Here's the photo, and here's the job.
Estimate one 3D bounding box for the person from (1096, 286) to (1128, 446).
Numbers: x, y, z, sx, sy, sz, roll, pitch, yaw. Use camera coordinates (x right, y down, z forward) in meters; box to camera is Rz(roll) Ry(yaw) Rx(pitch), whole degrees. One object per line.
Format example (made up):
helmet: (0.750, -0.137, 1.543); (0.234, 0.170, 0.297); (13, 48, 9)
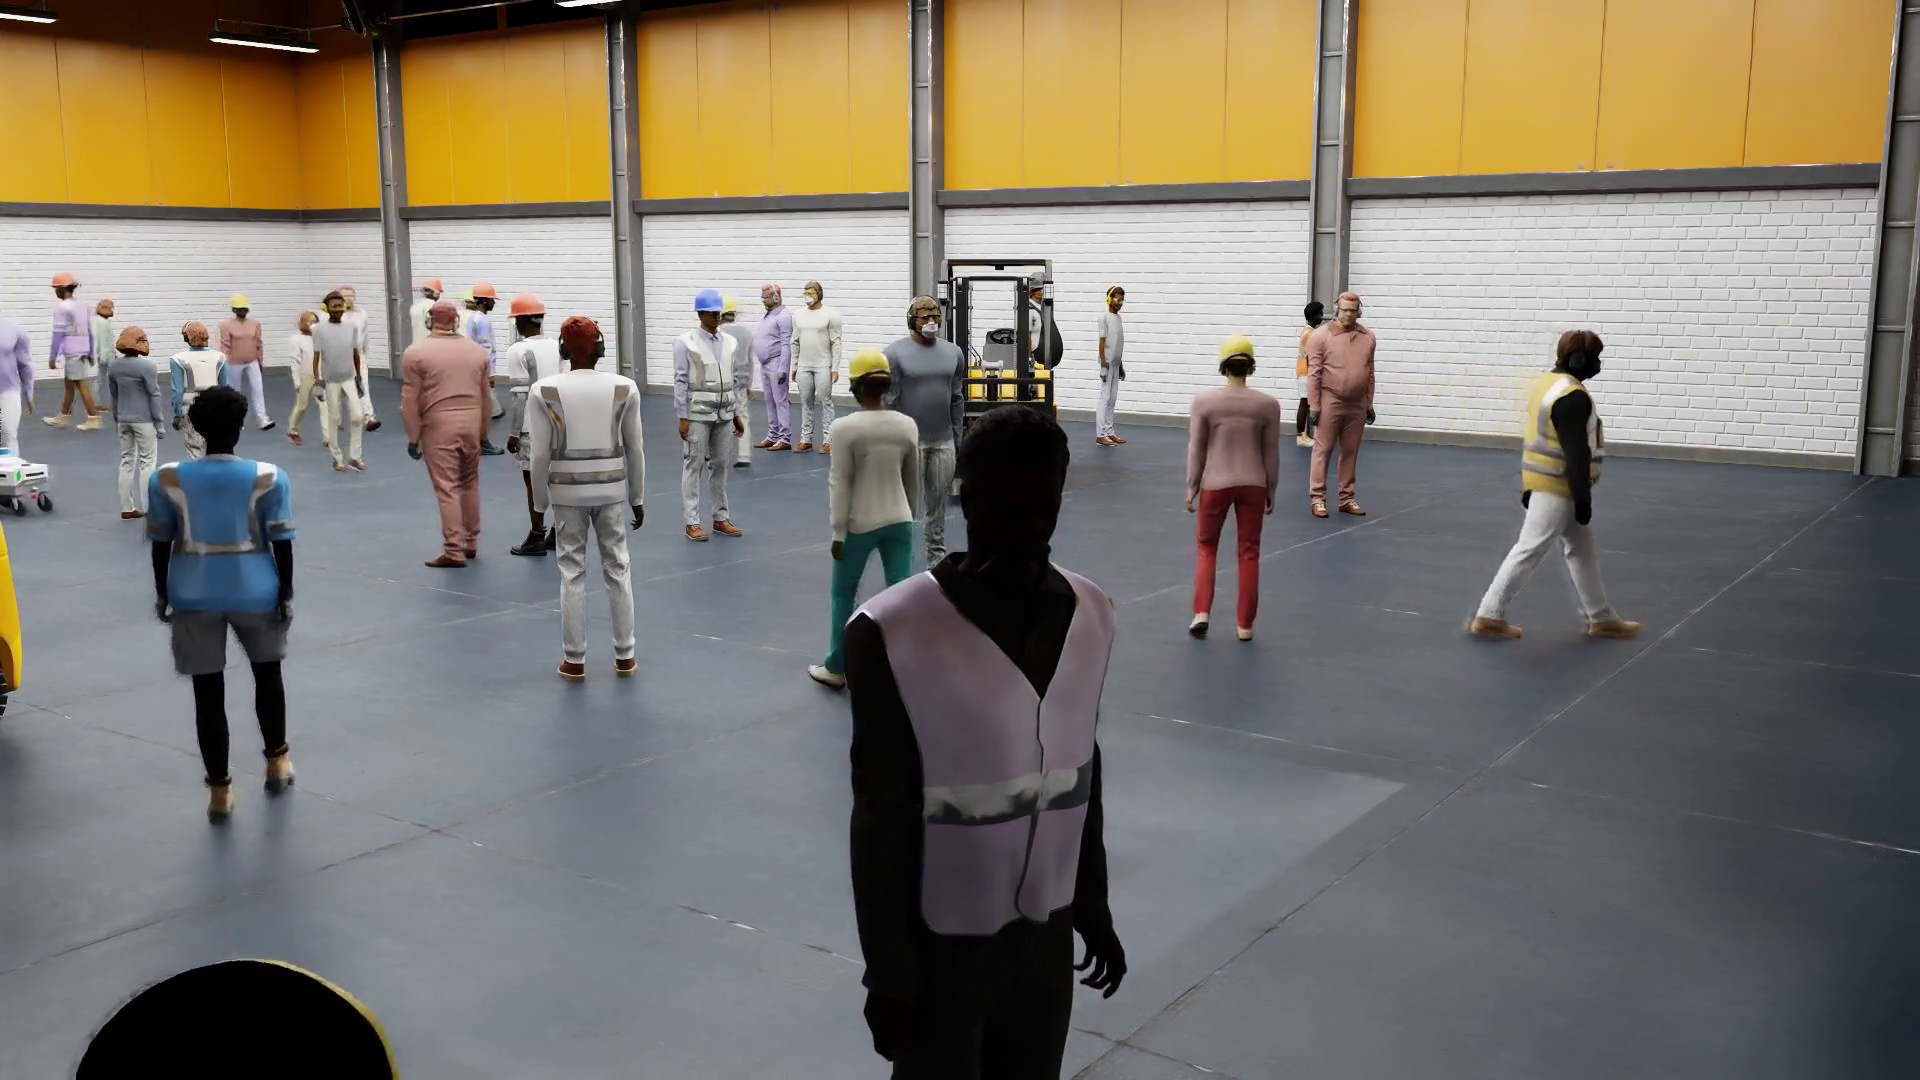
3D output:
person: (1.794, -2.041, 19.568); (0.327, 1.858, 0.520); (6, 11, 30)

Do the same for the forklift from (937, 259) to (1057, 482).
forklift: (0.370, -1.738, 16.759); (1.214, 2.155, 2.313); (1, 10, 3)

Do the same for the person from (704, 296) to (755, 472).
person: (-2.437, -1.617, 17.228); (0.621, 1.785, 0.933); (-7, 12, -34)

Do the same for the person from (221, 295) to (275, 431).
person: (-9.037, -2.223, 21.040); (0.558, 1.723, 0.873); (-9, 13, -43)

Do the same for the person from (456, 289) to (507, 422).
person: (-6.393, -2.414, 21.994); (0.597, 1.775, 0.917); (3, 10, 15)

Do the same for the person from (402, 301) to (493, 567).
person: (-3.659, -0.755, 11.879); (0.646, 1.875, 0.641); (-9, 13, -43)

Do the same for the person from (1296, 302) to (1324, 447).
person: (4.075, -1.927, 19.385); (0.319, 1.690, 0.531); (2, 10, 10)

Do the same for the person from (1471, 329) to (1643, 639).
person: (3.400, -0.302, 9.443); (0.976, 1.787, 0.633); (2, 10, 9)

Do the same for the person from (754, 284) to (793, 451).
person: (-2.138, -1.975, 19.038); (0.409, 1.904, 0.640); (-5, 11, -29)

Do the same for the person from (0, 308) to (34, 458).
person: (-8.895, -1.346, 15.352); (0.629, 1.897, 1.013); (-4, 10, -22)

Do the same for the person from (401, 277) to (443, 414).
person: (-7.024, -2.481, 21.921); (0.617, 1.958, 0.893); (3, 10, 19)

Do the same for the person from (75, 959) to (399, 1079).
person: (-0.450, 1.119, 1.133); (0.361, 1.752, 0.493); (6, 11, 31)

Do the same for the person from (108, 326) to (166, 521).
person: (-6.850, -0.965, 13.854); (0.493, 1.625, 0.280); (4, 10, 21)

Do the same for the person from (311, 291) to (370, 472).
person: (-6.305, -1.603, 16.968); (0.571, 1.845, 0.696); (-9, 13, -42)

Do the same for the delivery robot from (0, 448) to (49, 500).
delivery robot: (-8.200, -0.549, 14.273); (0.707, 0.478, 0.477); (3, 10, 19)

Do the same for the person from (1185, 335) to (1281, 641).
person: (1.566, -0.298, 9.546); (0.534, 1.737, 0.450); (0, 10, 1)

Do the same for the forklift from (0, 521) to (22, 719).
forklift: (-5.296, -0.090, 6.943); (1.214, 2.155, 2.313); (7, 12, 35)

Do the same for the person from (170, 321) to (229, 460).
person: (-6.627, -1.089, 14.544); (0.306, 1.640, 0.521); (7, 12, 37)

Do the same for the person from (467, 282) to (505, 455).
person: (-5.294, -1.903, 18.553); (0.386, 1.930, 0.540); (-5, 11, -25)

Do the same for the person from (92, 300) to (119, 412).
person: (-12.130, -2.644, 23.893); (0.801, 1.593, 0.526); (-5, 11, -28)

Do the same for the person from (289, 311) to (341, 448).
person: (-7.567, -1.866, 19.324); (0.850, 1.602, 0.505); (7, 12, 38)

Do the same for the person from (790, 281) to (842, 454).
person: (-1.630, -1.935, 18.691); (0.636, 1.939, 0.363); (4, 10, 23)

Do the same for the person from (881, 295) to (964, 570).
person: (-0.239, -0.645, 11.008); (0.636, 1.939, 0.362); (-6, 11, -30)

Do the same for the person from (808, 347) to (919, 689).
person: (-0.462, -0.078, 8.234); (0.548, 1.733, 0.819); (-6, 11, -34)

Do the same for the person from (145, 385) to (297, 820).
person: (-2.910, 0.228, 6.602); (0.552, 1.673, 0.674); (-4, 10, -21)

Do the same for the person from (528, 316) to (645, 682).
person: (-1.915, -0.209, 8.575); (0.583, 1.881, 0.337); (-4, 10, -21)

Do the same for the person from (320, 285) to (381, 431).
person: (-7.775, -2.304, 21.154); (0.644, 1.846, 1.037); (-8, 13, -41)

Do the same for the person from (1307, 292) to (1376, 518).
person: (3.245, -1.141, 14.076); (0.642, 1.902, 0.399); (-3, 10, -18)

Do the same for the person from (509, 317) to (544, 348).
person: (-6.125, -2.602, 23.543); (0.514, 1.645, 0.308); (-7, 12, -36)

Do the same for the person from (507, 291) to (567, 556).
person: (-3.126, -0.849, 12.223); (0.355, 1.938, 0.544); (5, 11, 26)

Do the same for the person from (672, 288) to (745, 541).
person: (-1.947, -0.974, 12.933); (0.604, 1.949, 0.389); (-9, 13, -43)

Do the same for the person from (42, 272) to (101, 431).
person: (-11.381, -2.373, 21.074); (0.924, 2.009, 0.636); (0, 10, 1)

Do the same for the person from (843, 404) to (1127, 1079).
person: (0.049, 0.705, 3.046); (0.587, 1.914, 0.390); (-8, 12, -40)

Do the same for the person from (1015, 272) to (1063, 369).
person: (0.934, -2.102, 19.382); (0.538, 2.000, 0.683); (4, 10, 21)
